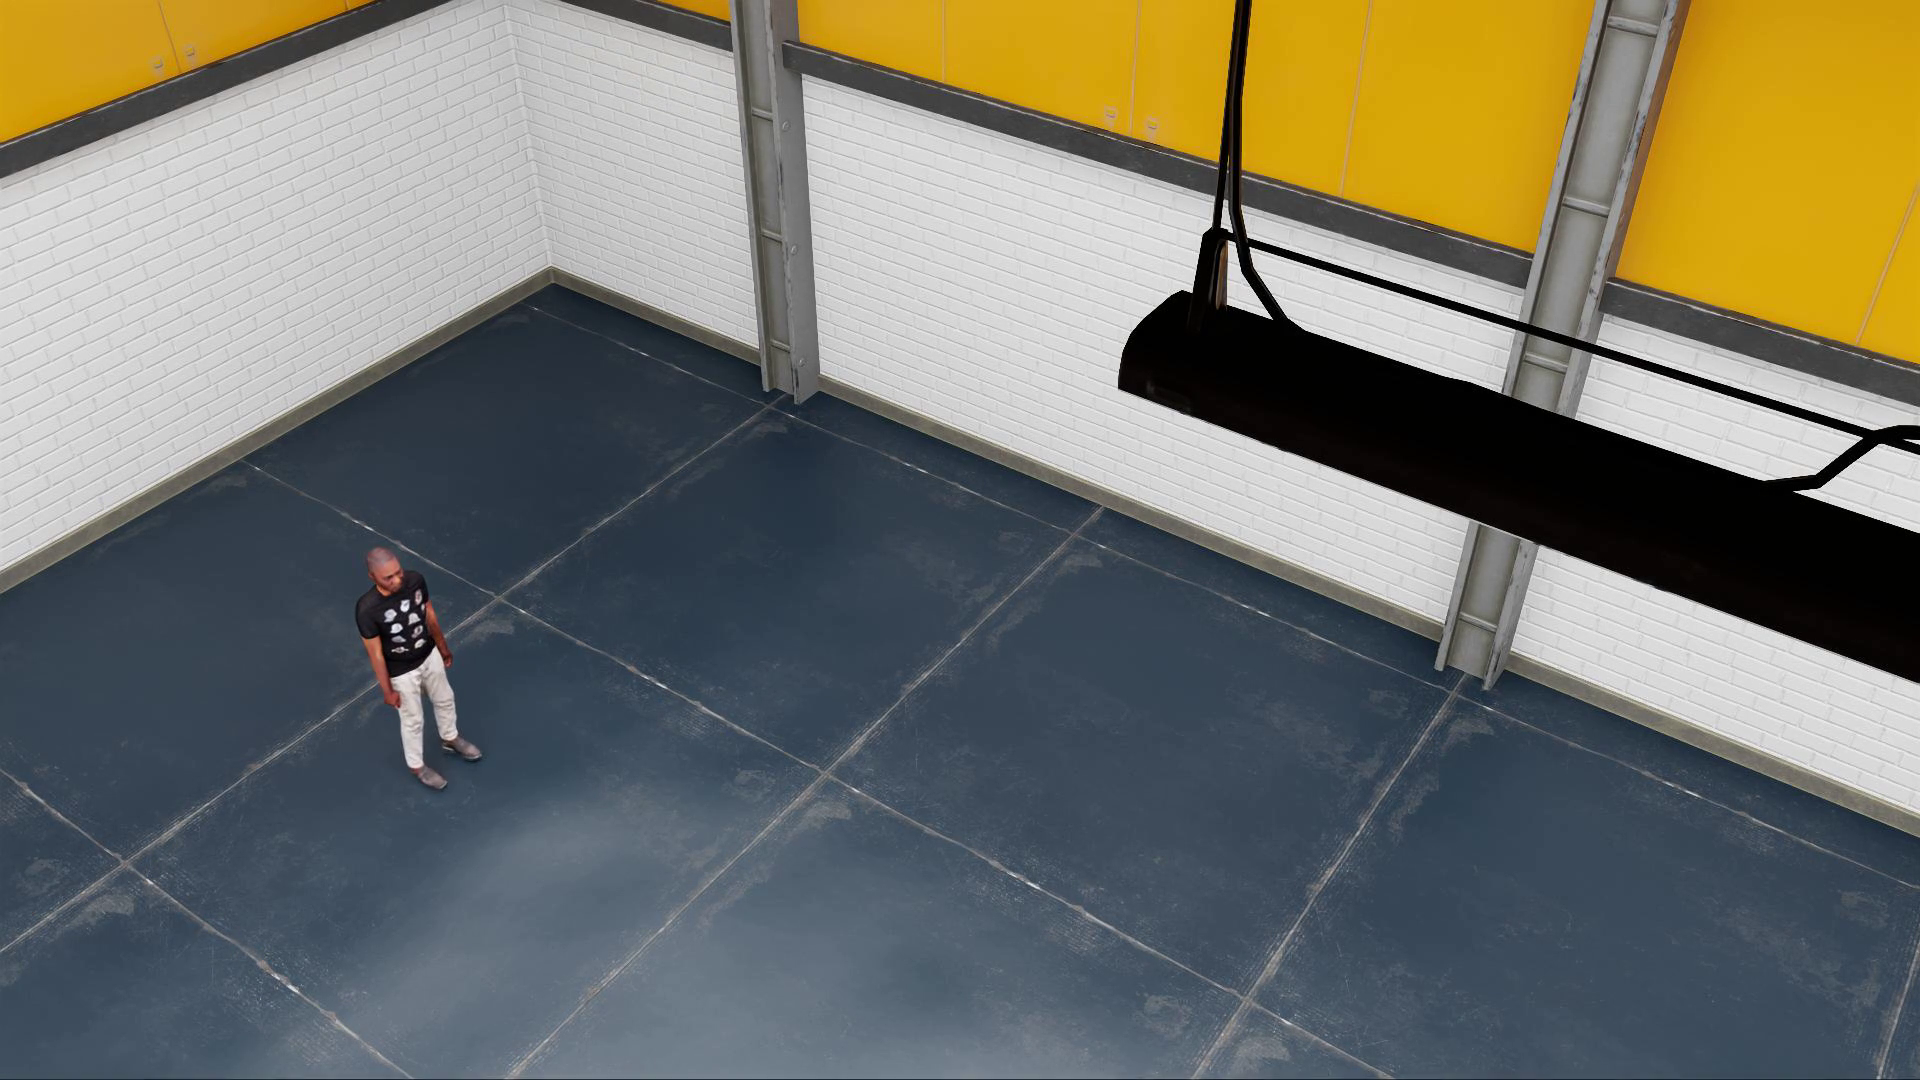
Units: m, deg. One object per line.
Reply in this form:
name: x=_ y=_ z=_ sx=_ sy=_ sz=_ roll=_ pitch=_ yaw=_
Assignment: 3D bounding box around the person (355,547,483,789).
person: x=-3.347 y=0.742 z=10.104 sx=0.578 sy=1.797 sz=0.656 roll=21 pitch=43 yaw=24
